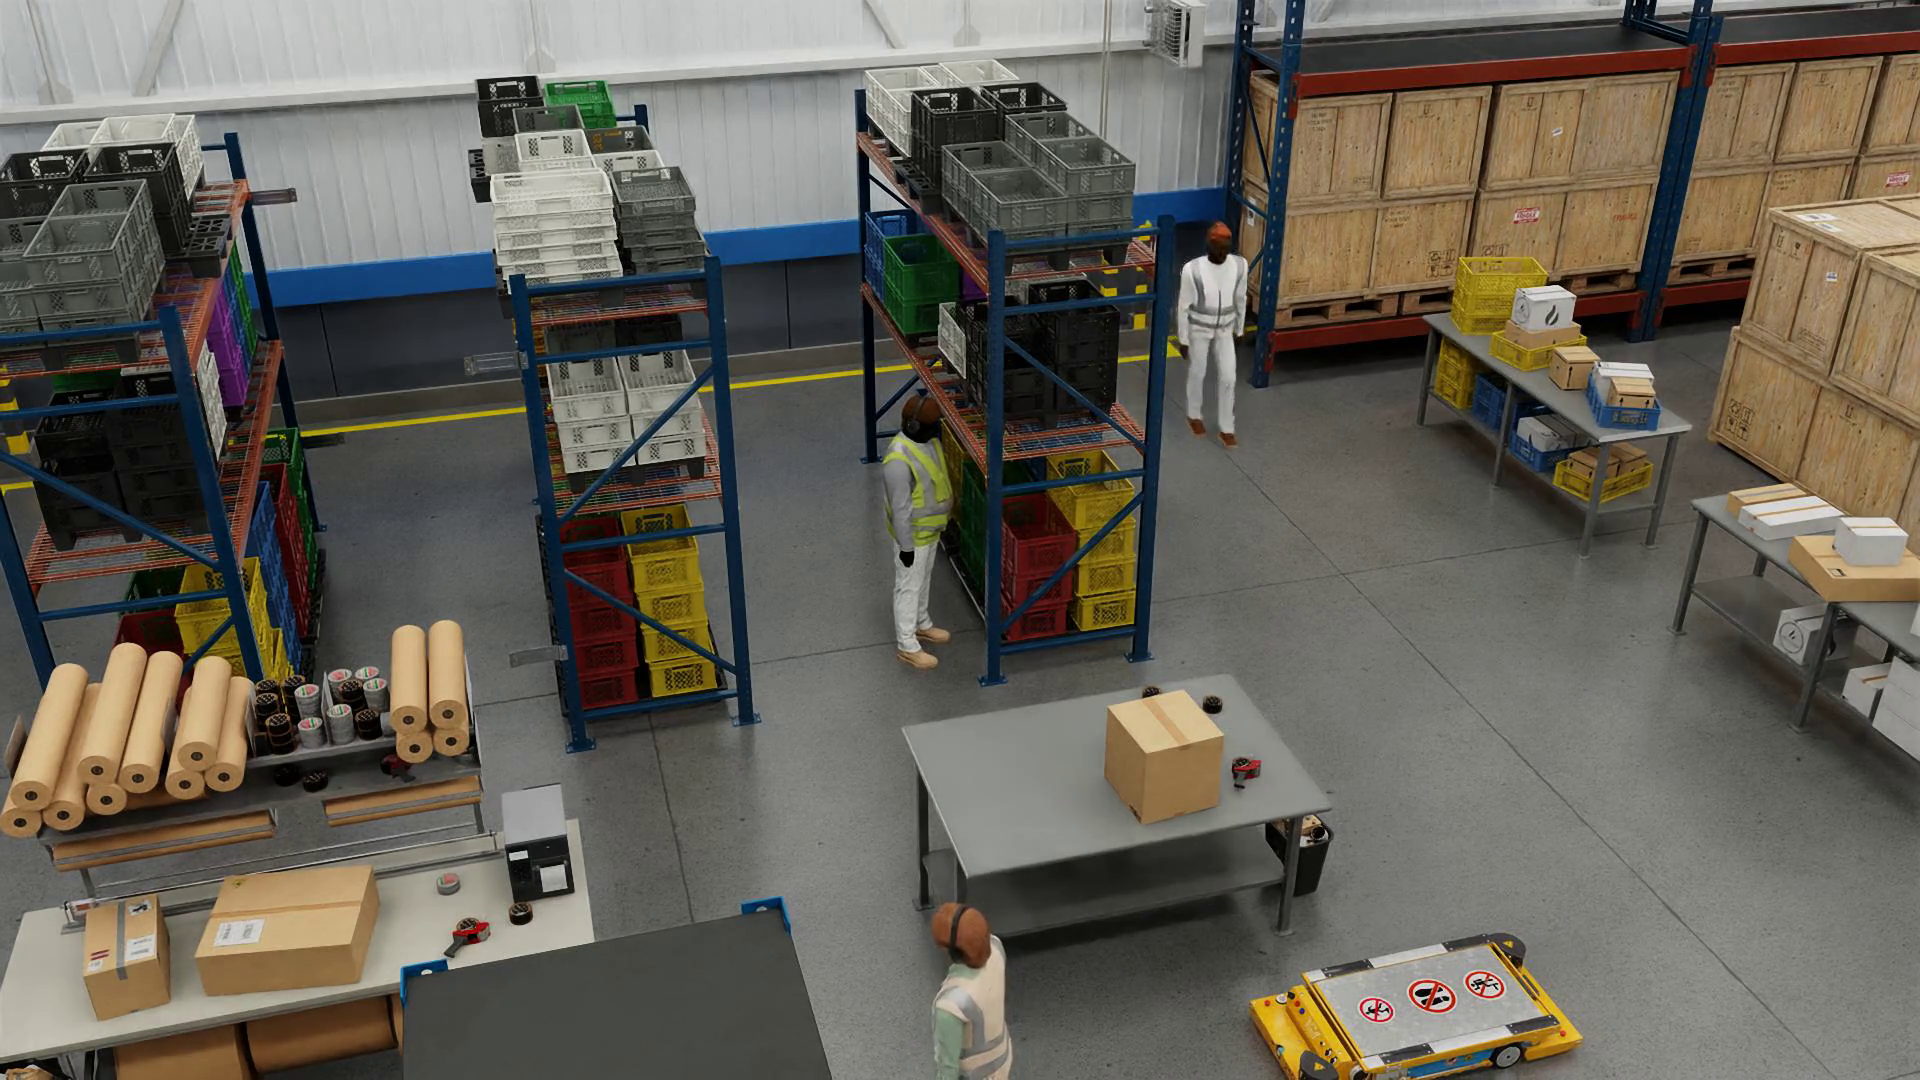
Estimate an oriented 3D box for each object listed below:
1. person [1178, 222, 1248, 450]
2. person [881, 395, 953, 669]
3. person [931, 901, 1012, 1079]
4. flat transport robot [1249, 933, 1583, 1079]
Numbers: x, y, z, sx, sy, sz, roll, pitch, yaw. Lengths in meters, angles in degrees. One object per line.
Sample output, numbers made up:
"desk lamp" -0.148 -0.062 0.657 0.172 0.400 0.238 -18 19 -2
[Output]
"person" 2.071 -1.629 13.457 0.604 1.854 0.791 -5 29 -10
"person" -0.256 -0.073 10.652 0.429 1.840 0.624 8 30 14
"person" 0.050 2.158 6.814 0.328 1.624 0.521 12 31 20
"flat transport robot" 2.184 2.282 7.980 1.431 0.197 0.652 -8 30 -14
